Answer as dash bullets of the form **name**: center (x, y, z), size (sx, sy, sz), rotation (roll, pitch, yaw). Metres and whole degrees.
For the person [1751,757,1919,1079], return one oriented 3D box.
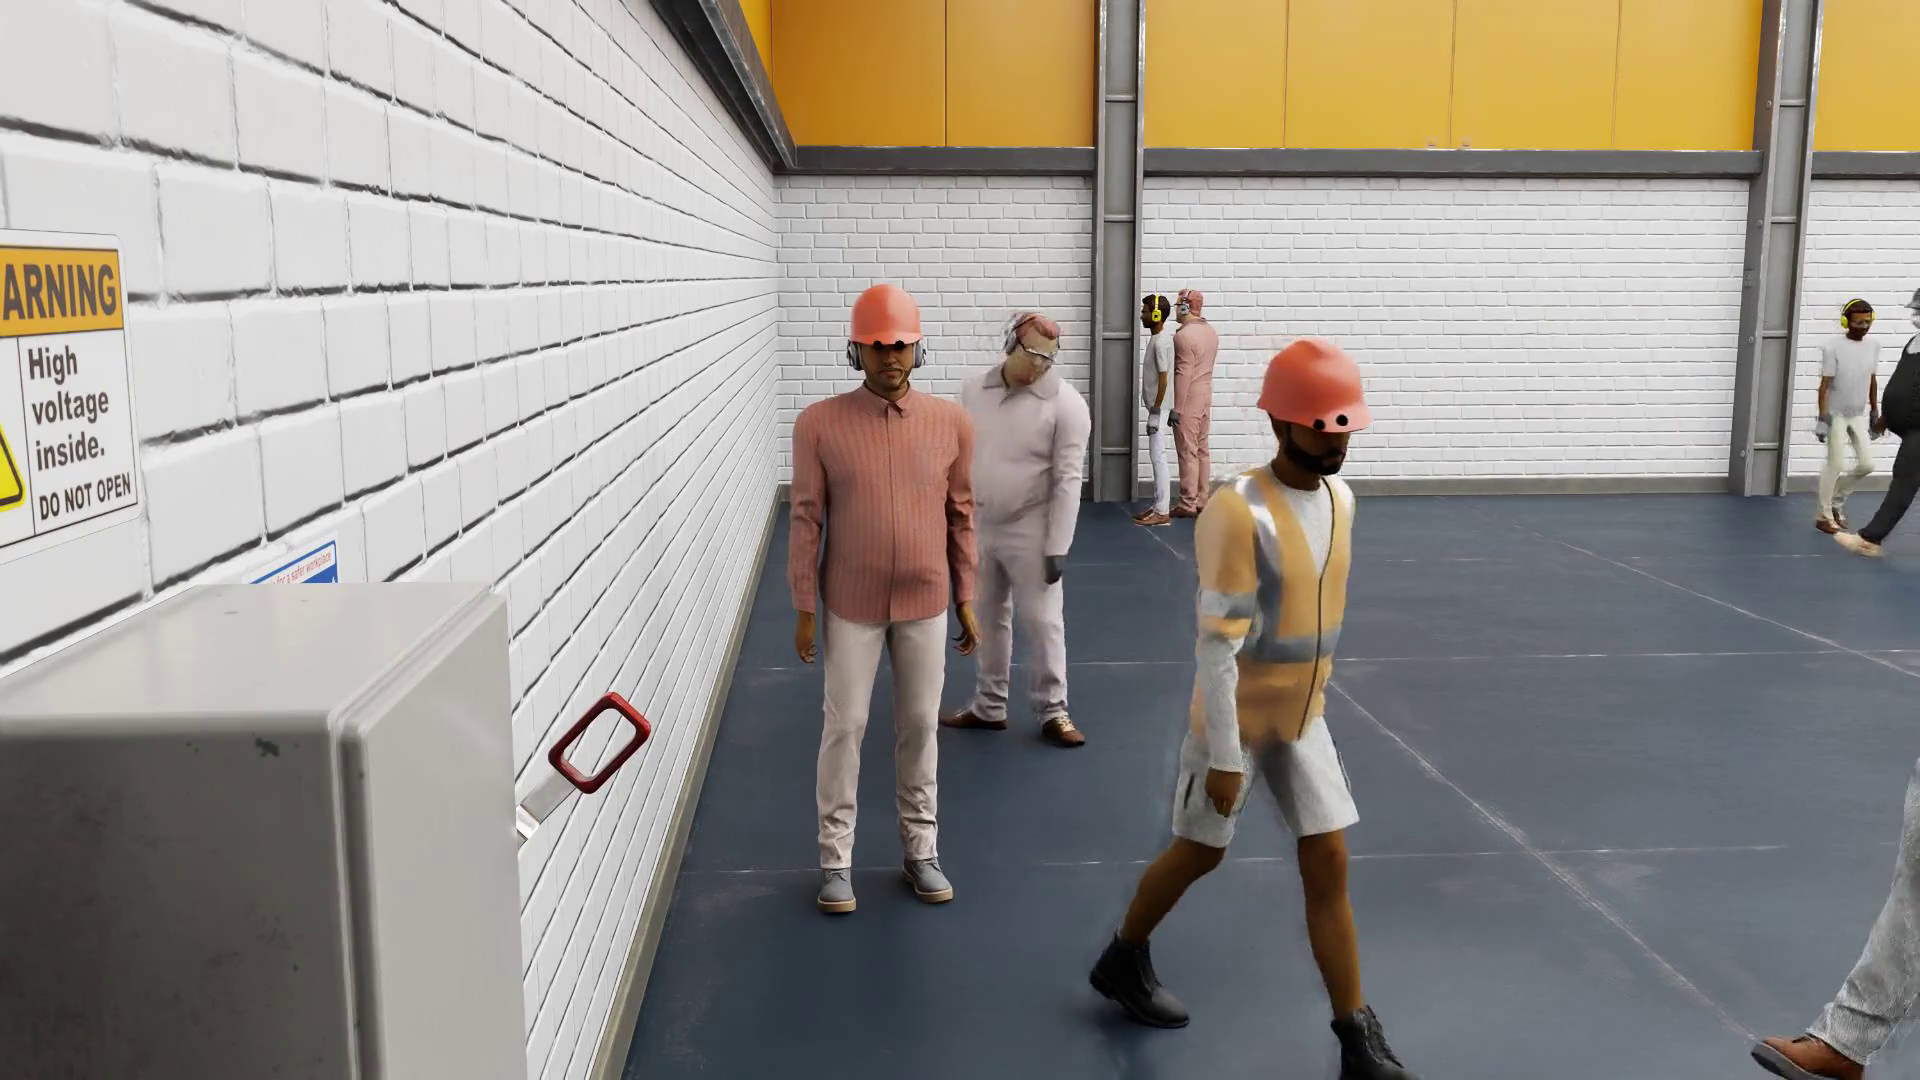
- **person**: center (2.418, 0.472, 3.868), size (0.990, 1.892, 0.636), rotation (-2, 9, -15)

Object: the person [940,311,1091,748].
- **person**: center (0.193, -0.043, 7.180), size (0.742, 1.874, 0.396), rotation (7, 11, 38)

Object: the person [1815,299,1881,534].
- **person**: center (6.906, -0.948, 12.933), size (0.600, 1.839, 0.411), rotation (-2, 9, -14)

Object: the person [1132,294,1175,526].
- **person**: center (1.572, -1.048, 13.473), size (0.329, 1.872, 0.508), rotation (1, 9, 5)

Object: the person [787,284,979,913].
- **person**: center (-0.232, 0.192, 5.294), size (0.623, 1.992, 0.397), rotation (-3, 9, -17)

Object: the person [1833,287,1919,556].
- **person**: center (6.905, -0.887, 11.927), size (1.045, 2.000, 0.700), rotation (2, 9, 11)

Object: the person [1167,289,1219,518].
- **person**: center (1.900, -1.139, 13.926), size (0.406, 1.911, 0.639), rotation (5, 10, 30)

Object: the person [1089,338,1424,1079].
- **person**: center (0.752, 0.431, 4.198), size (0.592, 1.878, 1.016), rotation (-7, 12, -38)
